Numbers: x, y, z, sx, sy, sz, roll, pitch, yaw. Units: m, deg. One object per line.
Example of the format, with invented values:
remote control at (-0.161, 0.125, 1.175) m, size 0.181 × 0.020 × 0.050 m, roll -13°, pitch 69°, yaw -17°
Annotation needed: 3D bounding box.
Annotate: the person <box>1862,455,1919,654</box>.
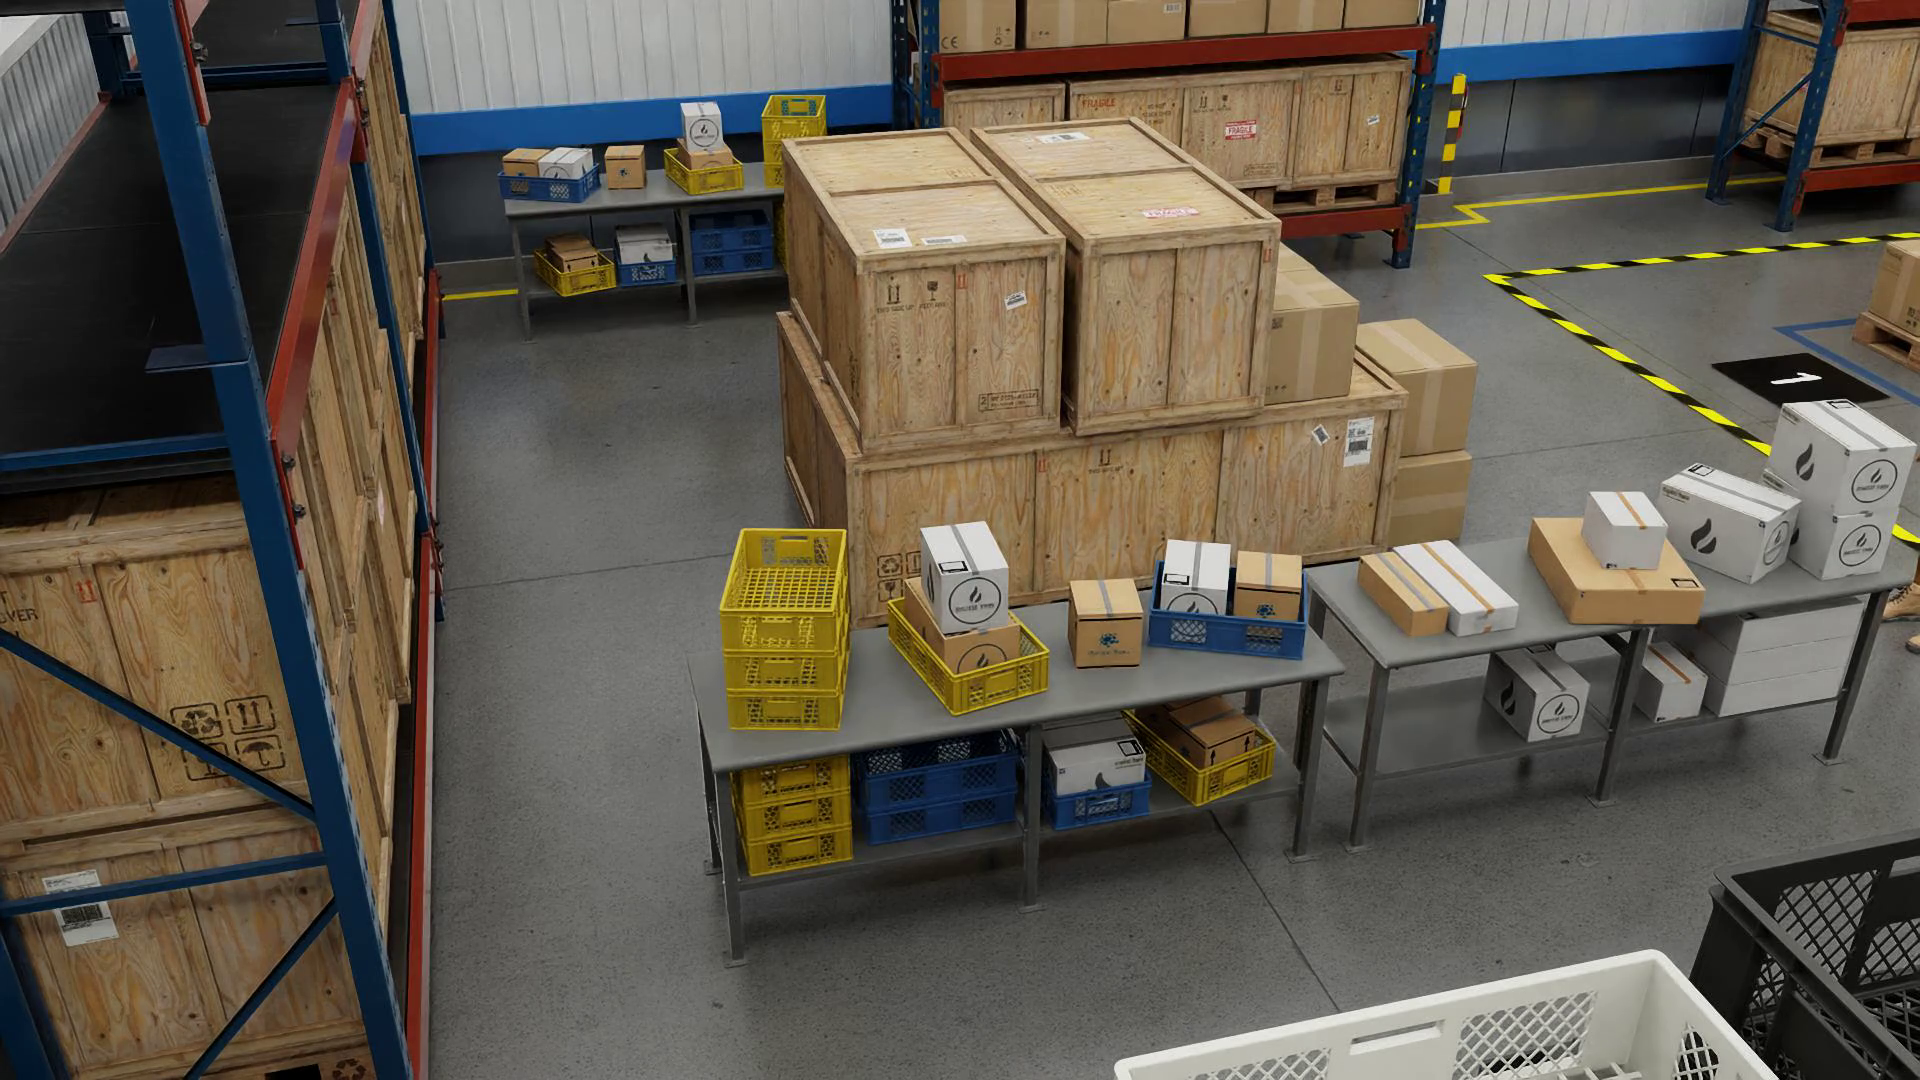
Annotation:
person at (4.889, -0.399, 8.009) m, size 0.375 × 2.040 × 0.606 m, roll -5°, pitch 29°, yaw -10°
